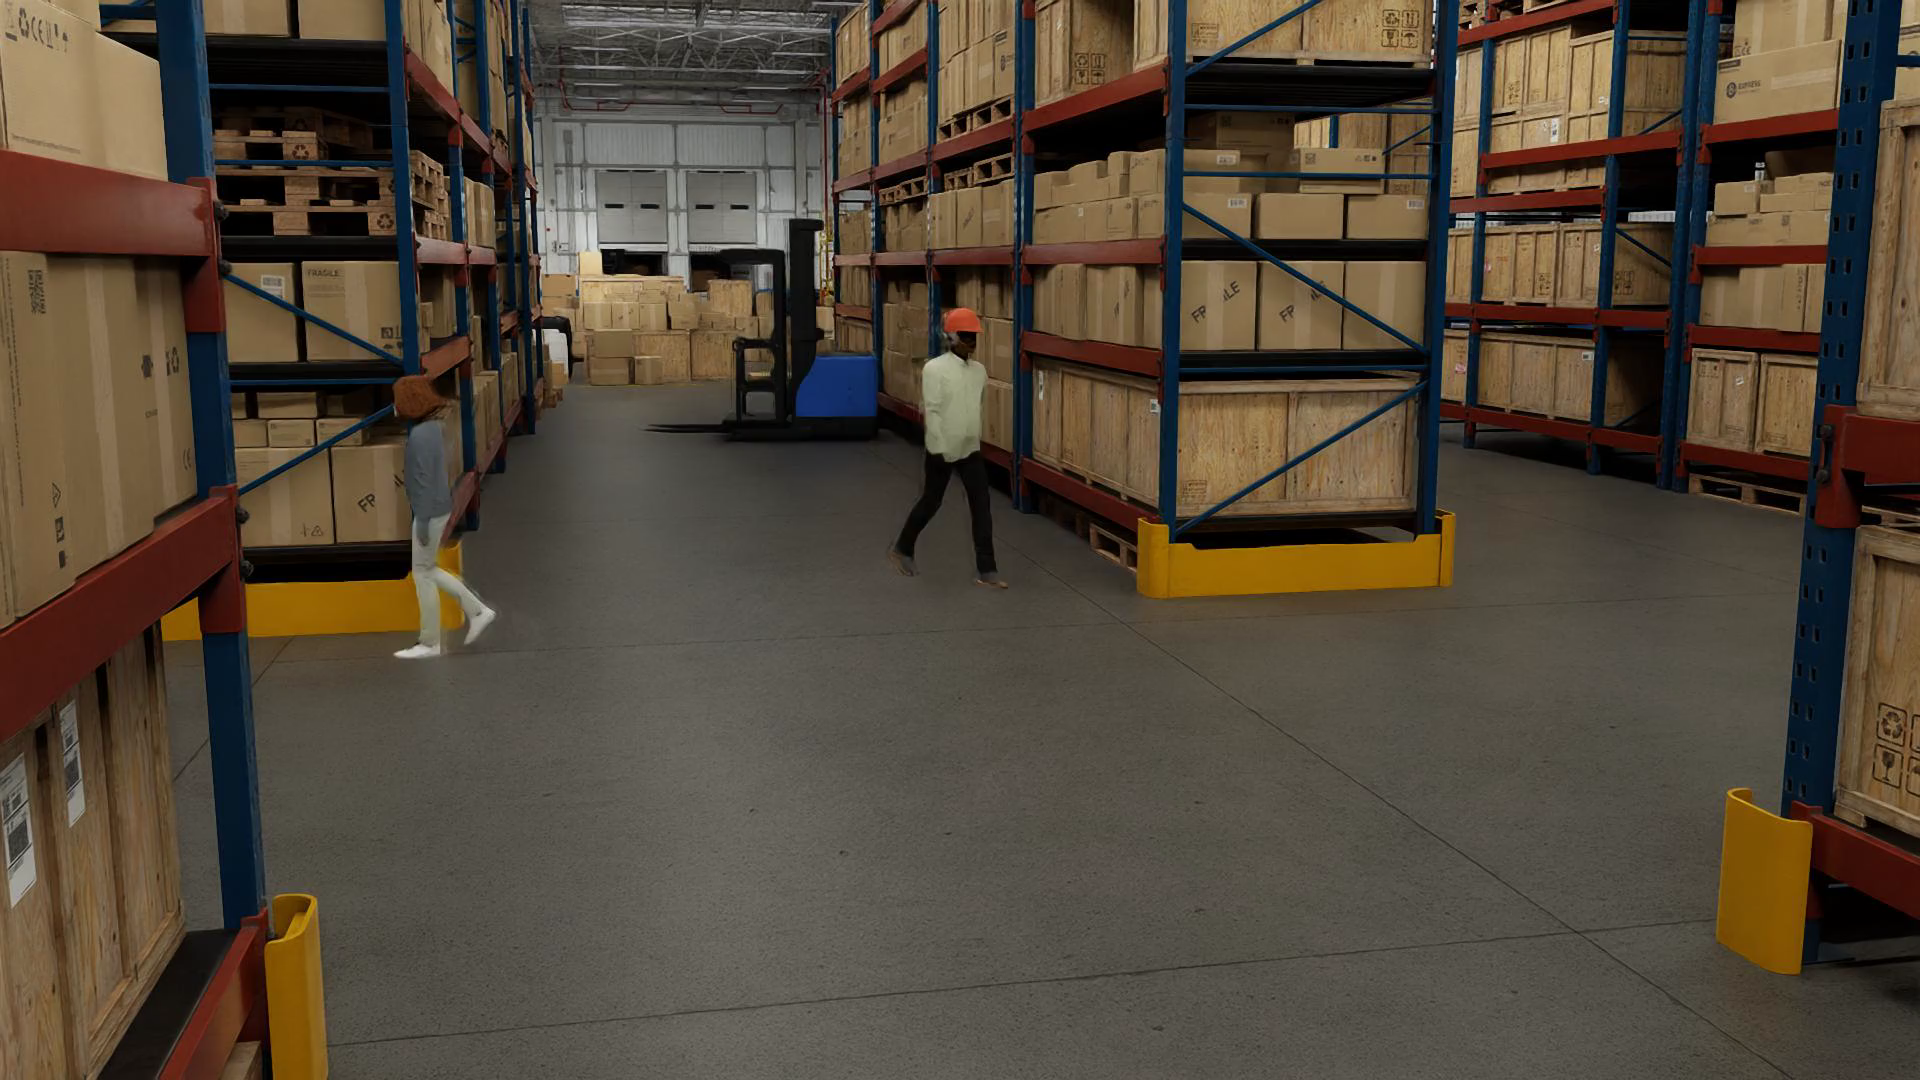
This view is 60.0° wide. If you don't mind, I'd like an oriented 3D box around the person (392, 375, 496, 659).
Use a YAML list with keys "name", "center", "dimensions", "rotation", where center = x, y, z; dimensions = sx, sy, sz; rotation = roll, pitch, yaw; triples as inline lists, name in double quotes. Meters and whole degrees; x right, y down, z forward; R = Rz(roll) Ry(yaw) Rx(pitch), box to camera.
- name: "person"
  center: [-2.967, -0.131, 9.438]
  dimensions: [0.479, 1.616, 0.516]
  rotation: [-1, 9, -9]

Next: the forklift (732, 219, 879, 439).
- name: "forklift"
  center: [-2.004, -2.741, 21.532]
  dimensions: [1.873, 2.768, 1.129]
  rotation: [-1, 9, -4]

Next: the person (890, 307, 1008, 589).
- name: "person"
  center: [-0.090, -0.657, 11.675]
  dimensions: [0.617, 1.958, 1.001]
  rotation: [-8, 12, -39]

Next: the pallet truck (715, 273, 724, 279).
- name: "pallet truck"
  center: [-8.580, -8.986, 62.280]
  dimensions: [1.885, 1.965, 0.823]
  rotation: [1, 9, 5]

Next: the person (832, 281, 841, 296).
- name: "person"
  center: [-2.984, -5.605, 41.967]
  dimensions: [0.540, 1.901, 0.605]
  rotation: [-1, 9, -3]

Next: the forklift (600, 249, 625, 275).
- name: "forklift"
  center: [-11.455, -8.235, 55.018]
  dimensions: [1.129, 2.768, 1.873]
  rotation: [8, 12, 40]
